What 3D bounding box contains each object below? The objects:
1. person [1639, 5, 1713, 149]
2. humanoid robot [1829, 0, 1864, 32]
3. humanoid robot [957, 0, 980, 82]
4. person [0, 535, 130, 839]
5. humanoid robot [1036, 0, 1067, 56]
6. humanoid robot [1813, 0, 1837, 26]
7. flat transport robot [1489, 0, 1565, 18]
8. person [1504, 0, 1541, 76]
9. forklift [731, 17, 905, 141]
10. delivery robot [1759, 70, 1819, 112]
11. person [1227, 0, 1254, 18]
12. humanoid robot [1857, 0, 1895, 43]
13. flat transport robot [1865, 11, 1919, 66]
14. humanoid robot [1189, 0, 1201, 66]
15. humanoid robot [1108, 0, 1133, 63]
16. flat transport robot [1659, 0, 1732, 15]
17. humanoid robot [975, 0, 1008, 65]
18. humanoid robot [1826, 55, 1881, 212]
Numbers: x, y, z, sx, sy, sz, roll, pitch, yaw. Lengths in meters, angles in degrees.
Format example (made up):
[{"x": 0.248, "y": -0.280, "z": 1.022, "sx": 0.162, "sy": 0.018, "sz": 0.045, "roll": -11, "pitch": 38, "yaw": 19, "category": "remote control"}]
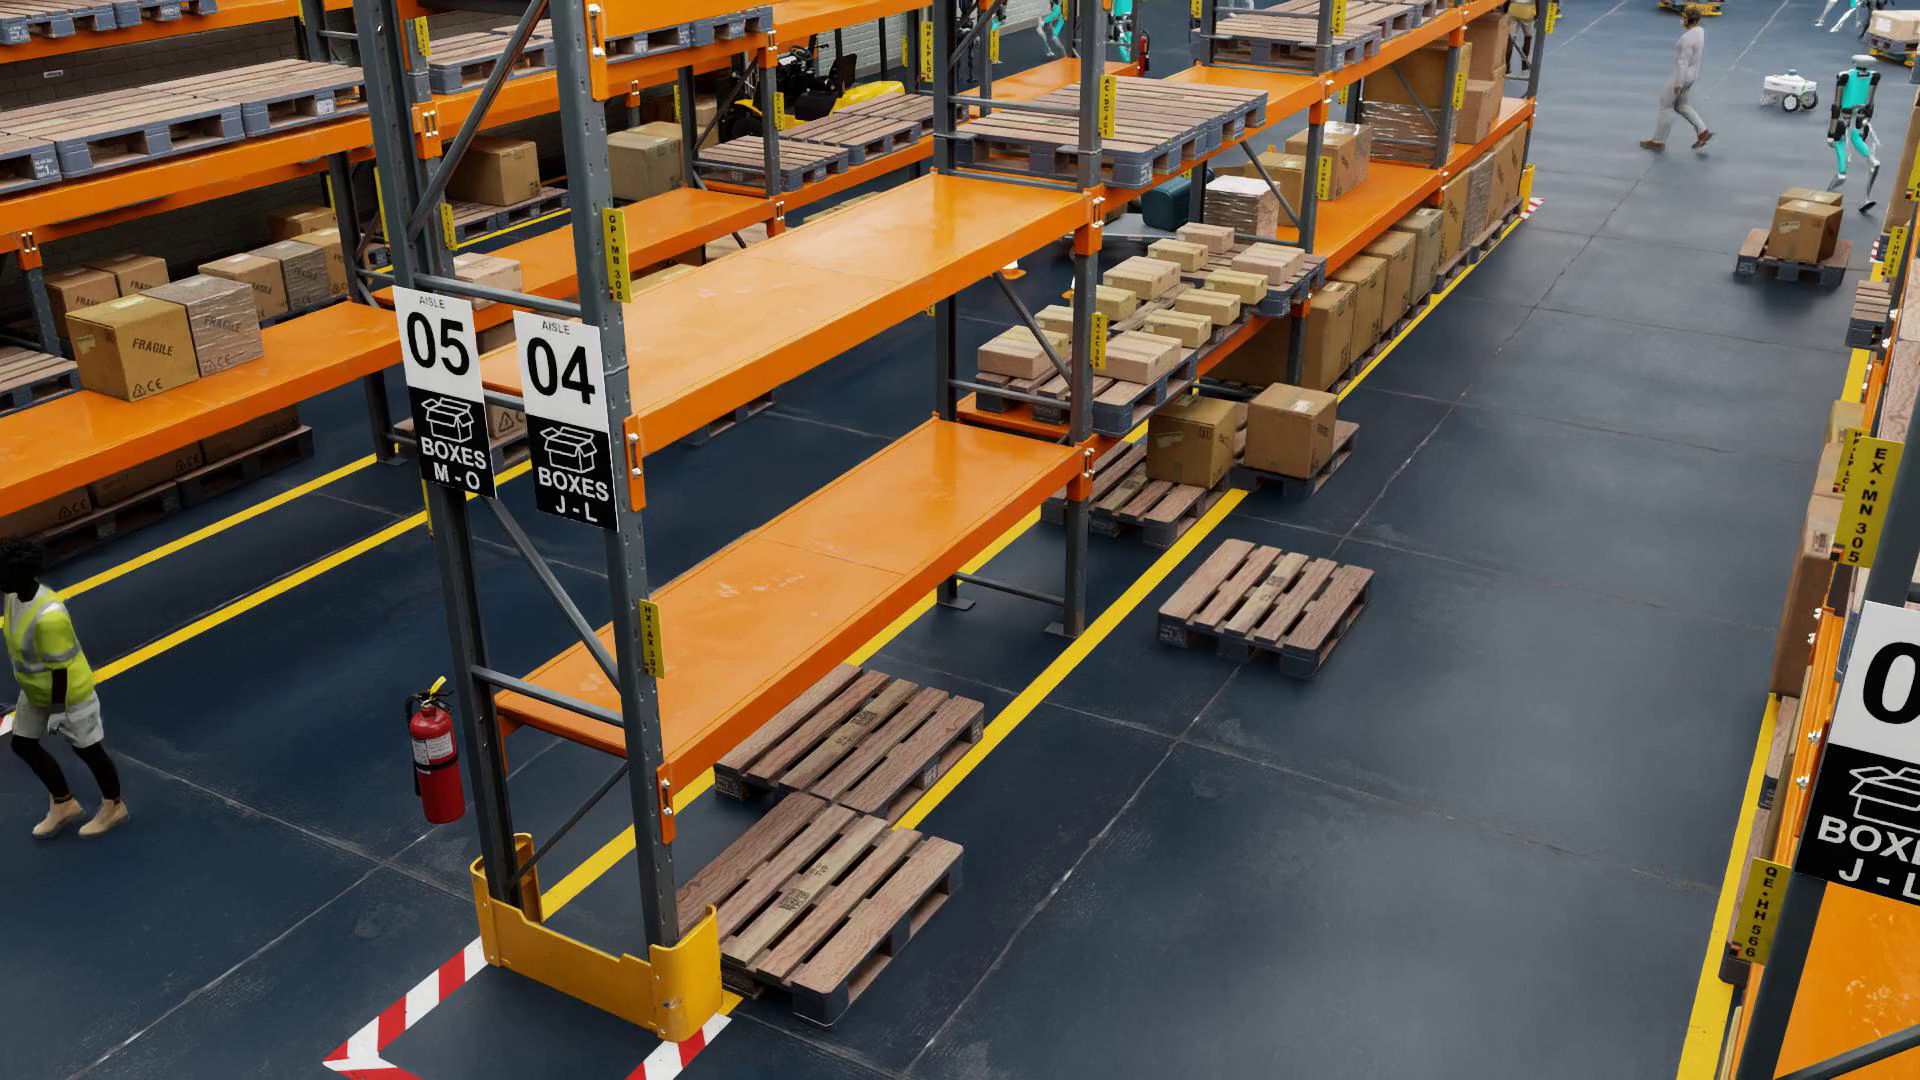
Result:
[{"x": 9.710, "y": -6.158, "z": 22.237, "sx": 0.819, "sy": 1.917, "sz": 0.634, "roll": 19, "pitch": 31, "yaw": 34, "category": "person"}, {"x": 17.013, "y": -10.513, "z": 31.506, "sx": 1.010, "sy": 1.741, "sz": 0.530, "roll": -10, "pitch": 28, "yaw": -20, "category": "humanoid robot"}, {"x": 0.080, "y": -8.291, "z": 26.927, "sx": 0.599, "sy": 1.659, "sz": 0.315, "roll": 14, "pitch": 29, "yaw": 26, "category": "humanoid robot"}, {"x": -4.481, "y": 0.761, "z": 8.110, "sx": 0.543, "sy": 1.679, "sz": 0.558, "roll": 20, "pitch": 32, "yaw": 36, "category": "person"}, {"x": 1.646, "y": -9.159, "z": 28.669, "sx": 0.915, "sy": 1.756, "sz": 0.541, "roll": -16, "pitch": 30, "yaw": -30, "category": "humanoid robot"}, {"x": 16.913, "y": -10.901, "z": 32.304, "sx": 0.534, "sy": 1.789, "sz": 0.779, "roll": -20, "pitch": 32, "yaw": -35, "category": "humanoid robot"}, {"x": 11.357, "y": -10.688, "z": 33.550, "sx": 0.659, "sy": 0.231, "sz": 1.431, "roll": -11, "pitch": 28, "yaw": -22, "category": "flat transport robot"}, {"x": 9.292, "y": -8.670, "z": 27.442, "sx": 0.644, "sy": 1.924, "sz": 0.878, "roll": 15, "pitch": 30, "yaw": 29, "category": "person"}, {"x": -1.819, "y": -5.975, "z": 21.543, "sx": 2.313, "sy": 2.155, "sz": 1.214, "roll": 14, "pitch": 29, "yaw": 26, "category": "forklift"}, {"x": 12.525, "y": -6.796, "z": 25.113, "sx": 0.499, "sy": 0.576, "sz": 0.768, "roll": -14, "pitch": 29, "yaw": -27, "category": "delivery robot"}, {"x": 5.628, "y": -11.253, "z": 32.907, "sx": 0.605, "sy": 1.850, "sz": 0.937, "roll": -12, "pitch": 28, "yaw": -23, "category": "person"}, {"x": 16.784, "y": -9.935, "z": 30.359, "sx": 0.588, "sy": 1.654, "sz": 0.332, "roll": -4, "pitch": 26, "yaw": -8, "category": "humanoid robot"}, {"x": 16.472, "y": -8.396, "z": 28.787, "sx": 0.659, "sy": 0.231, "sz": 1.431, "roll": -1, "pitch": 26, "yaw": -1, "category": "flat transport robot"}, {"x": 3.916, "y": -8.286, "z": 26.933, "sx": 0.610, "sy": 1.654, "sz": 0.320, "roll": -22, "pitch": 34, "yaw": -38, "category": "humanoid robot"}, {"x": 2.644, "y": -7.850, "z": 25.975, "sx": 0.535, "sy": 1.810, "sz": 0.673, "roll": -15, "pitch": 29, "yaw": -28, "category": "humanoid robot"}, {"x": 14.956, "y": -10.922, "z": 34.036, "sx": 0.659, "sy": 0.231, "sz": 1.431, "roll": -2, "pitch": 26, "yaw": -4, "category": "flat transport robot"}, {"x": 0.458, "y": -8.790, "z": 27.756, "sx": 0.533, "sy": 1.681, "sz": 0.735, "roll": 14, "pitch": 29, "yaw": 26, "category": "humanoid robot"}, {"x": 10.601, "y": -4.718, "z": 19.487, "sx": 0.543, "sy": 1.772, "sz": 0.967, "roll": -5, "pitch": 26, "yaw": -11, "category": "humanoid robot"}]
